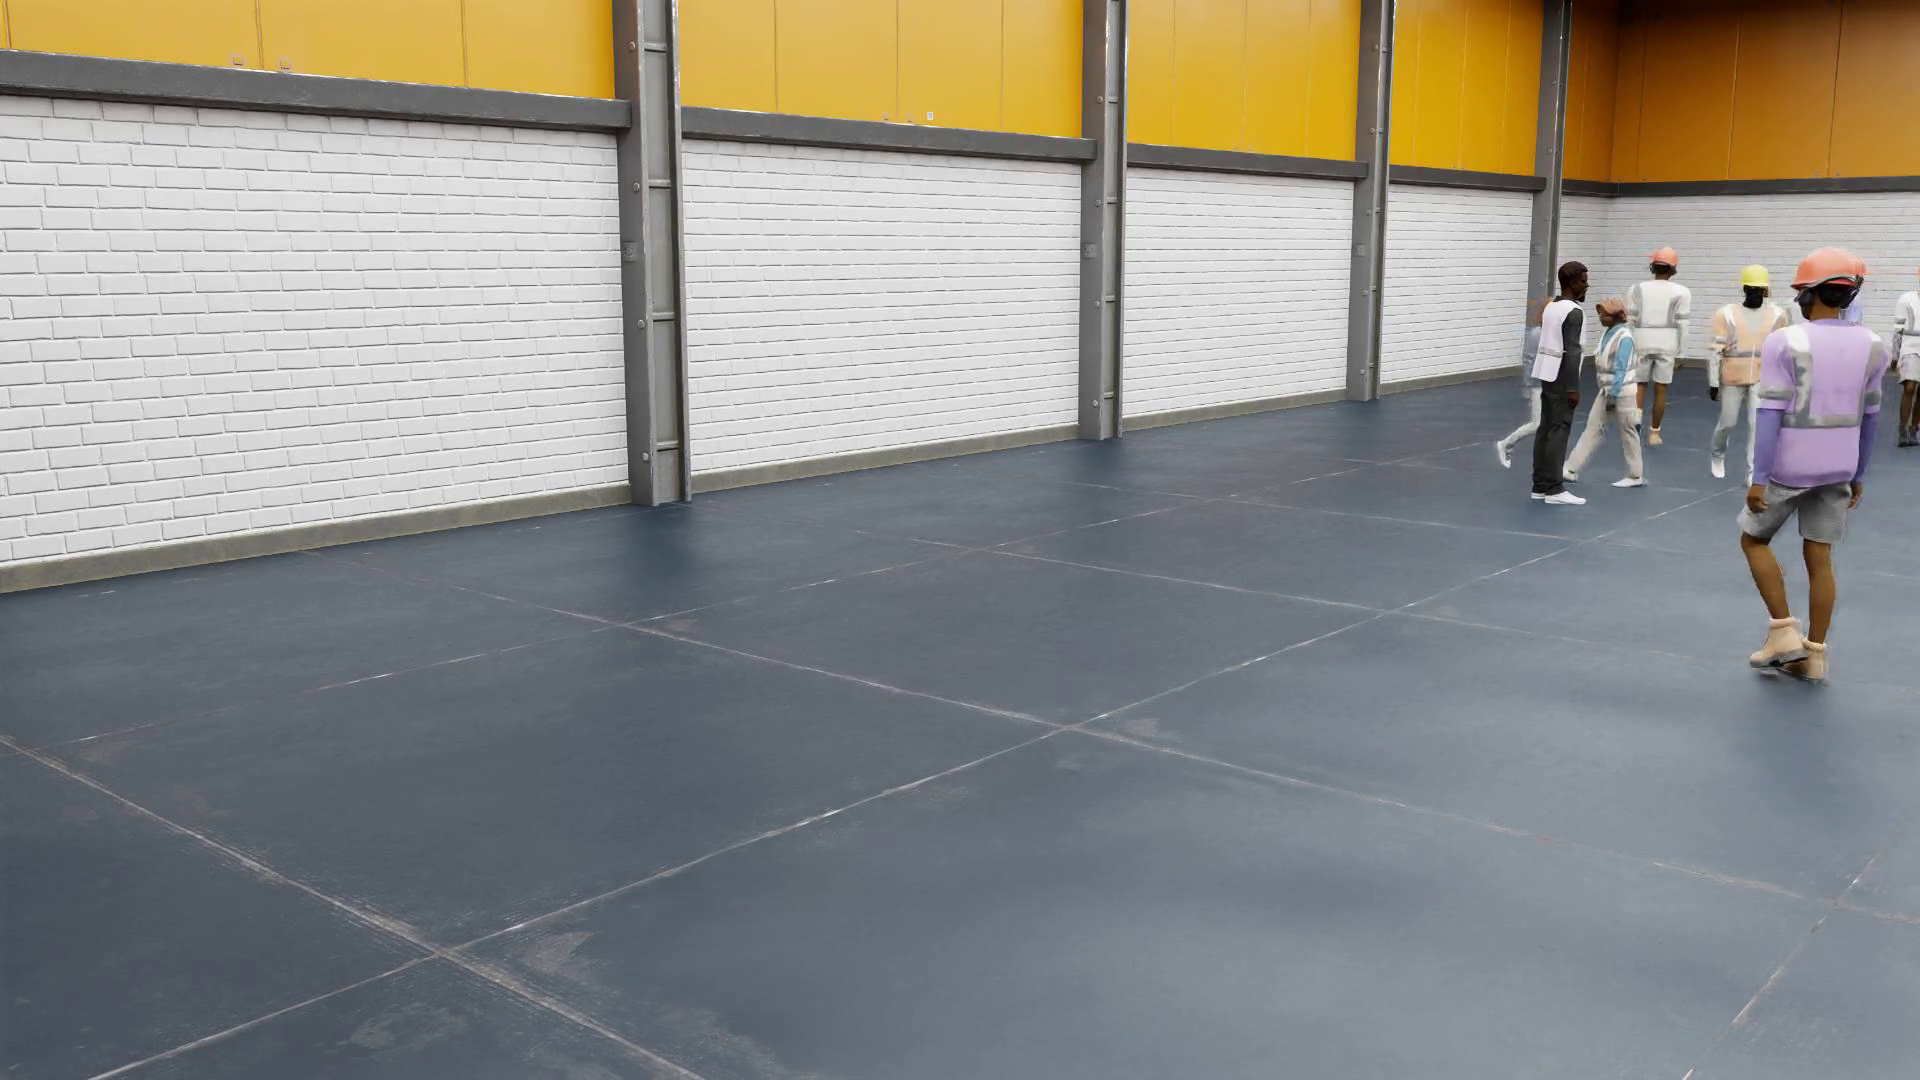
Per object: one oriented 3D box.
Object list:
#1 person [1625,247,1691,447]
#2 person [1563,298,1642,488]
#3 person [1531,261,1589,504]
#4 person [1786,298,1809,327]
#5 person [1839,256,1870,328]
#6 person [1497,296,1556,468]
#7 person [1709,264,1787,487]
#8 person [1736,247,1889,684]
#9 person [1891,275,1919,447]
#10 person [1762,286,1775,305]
[{"bbox_3d":[7.054,-1.946,16.879,0.627,2.030,0.536,6,12,32],"label":"person"},{"bbox_3d":[5.399,-1.222,13.967,0.853,1.593,0.530,-1,10,-7],"label":"person"},{"bbox_3d":[4.775,-1.249,13.252,0.394,1.916,0.590,0,10,-1],"label":"person"},{"bbox_3d":[8.681,-1.882,17.103,0.712,1.834,0.541,-5,11,-25],"label":"person"},{"bbox_3d":[8.618,-1.785,16.232,0.362,1.939,0.543,-1,10,-5],"label":"person"},{"bbox_3d":[5.116,-1.344,14.689,0.501,1.614,0.589,-6,12,-30],"label":"person"},{"bbox_3d":[6.731,-1.417,14.293,0.596,1.897,0.902,2,10,10],"label":"person"},{"bbox_3d":[3.947,-0.339,7.755,0.628,2.022,0.467,-1,10,-7],"label":"person"},{"bbox_3d":[9.753,-1.871,16.814,0.538,1.902,0.815,4,11,20],"label":"person"},{"bbox_3d":[10.466,-2.609,21.905,0.884,1.583,0.531,-3,10,-15],"label":"person"}]
